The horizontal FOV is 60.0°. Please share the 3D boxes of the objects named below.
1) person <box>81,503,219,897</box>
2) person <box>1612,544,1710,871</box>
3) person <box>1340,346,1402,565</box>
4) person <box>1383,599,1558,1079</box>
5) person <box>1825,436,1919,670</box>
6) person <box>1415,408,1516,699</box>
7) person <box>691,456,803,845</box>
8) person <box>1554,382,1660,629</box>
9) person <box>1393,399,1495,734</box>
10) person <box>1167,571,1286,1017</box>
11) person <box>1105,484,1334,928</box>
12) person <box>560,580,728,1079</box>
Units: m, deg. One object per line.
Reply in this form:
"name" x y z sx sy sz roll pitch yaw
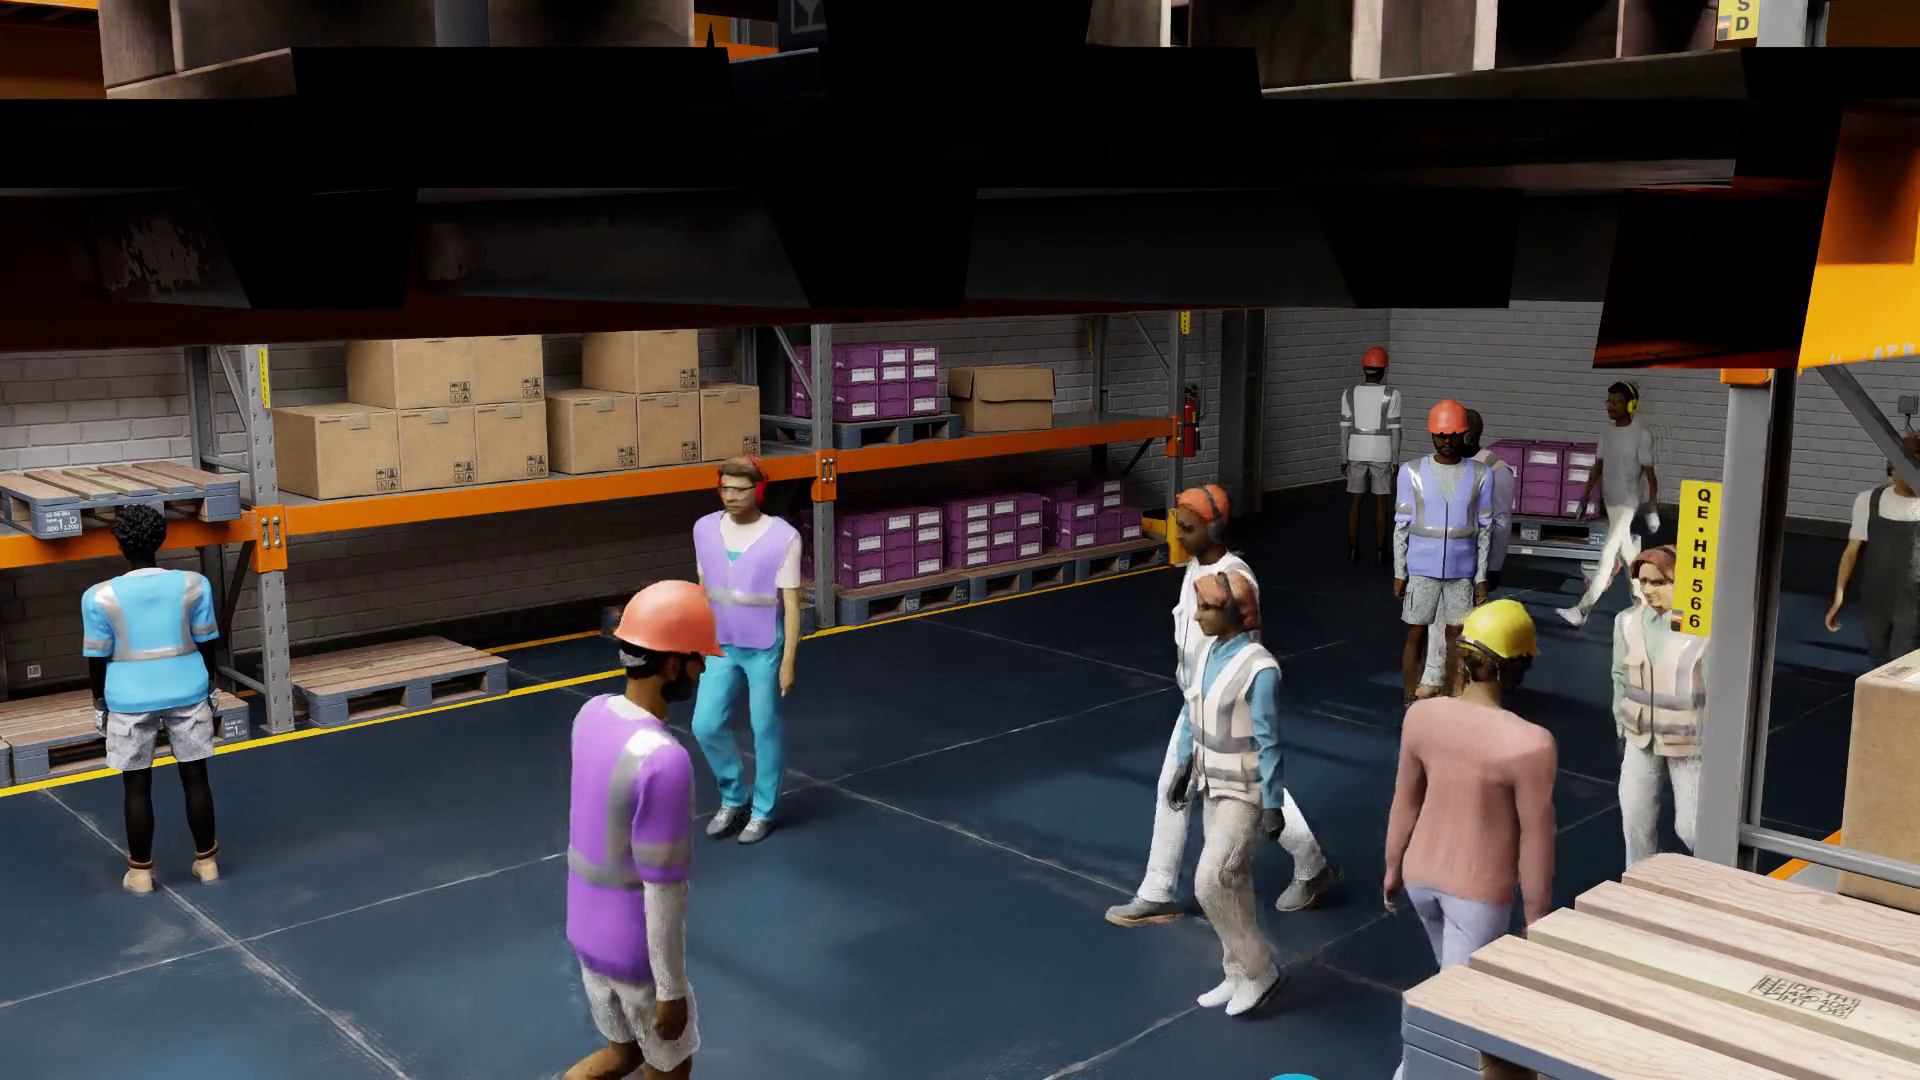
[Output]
"person" -3.448 0.688 7.136 0.534 1.694 0.320 -7 12 -34
"person" 2.887 0.806 6.643 0.632 1.619 0.546 -7 12 -34
"person" 3.660 -0.749 14.821 0.545 1.939 0.373 5 11 29
"person" 1.452 1.043 4.961 0.792 1.730 0.536 -7 12 -35
"person" 4.816 0.369 8.657 0.891 1.808 0.518 -8 12 -38
"person" 2.999 0.122 10.019 0.430 1.840 0.625 -7 12 -36
"person" -1.007 0.519 7.708 0.610 1.828 0.509 4 11 23
"person" 4.791 -0.245 12.241 0.996 1.813 0.552 -3 10 -18
"person" 2.744 0.165 9.474 0.548 1.938 0.358 2 10 10
"person" 0.960 0.914 5.996 0.380 1.622 0.522 -3 10 -17
"person" 1.123 0.675 6.806 0.996 1.846 0.589 -3 10 -18
"person" -0.930 1.055 4.359 0.705 1.904 0.598 -6 12 -33
